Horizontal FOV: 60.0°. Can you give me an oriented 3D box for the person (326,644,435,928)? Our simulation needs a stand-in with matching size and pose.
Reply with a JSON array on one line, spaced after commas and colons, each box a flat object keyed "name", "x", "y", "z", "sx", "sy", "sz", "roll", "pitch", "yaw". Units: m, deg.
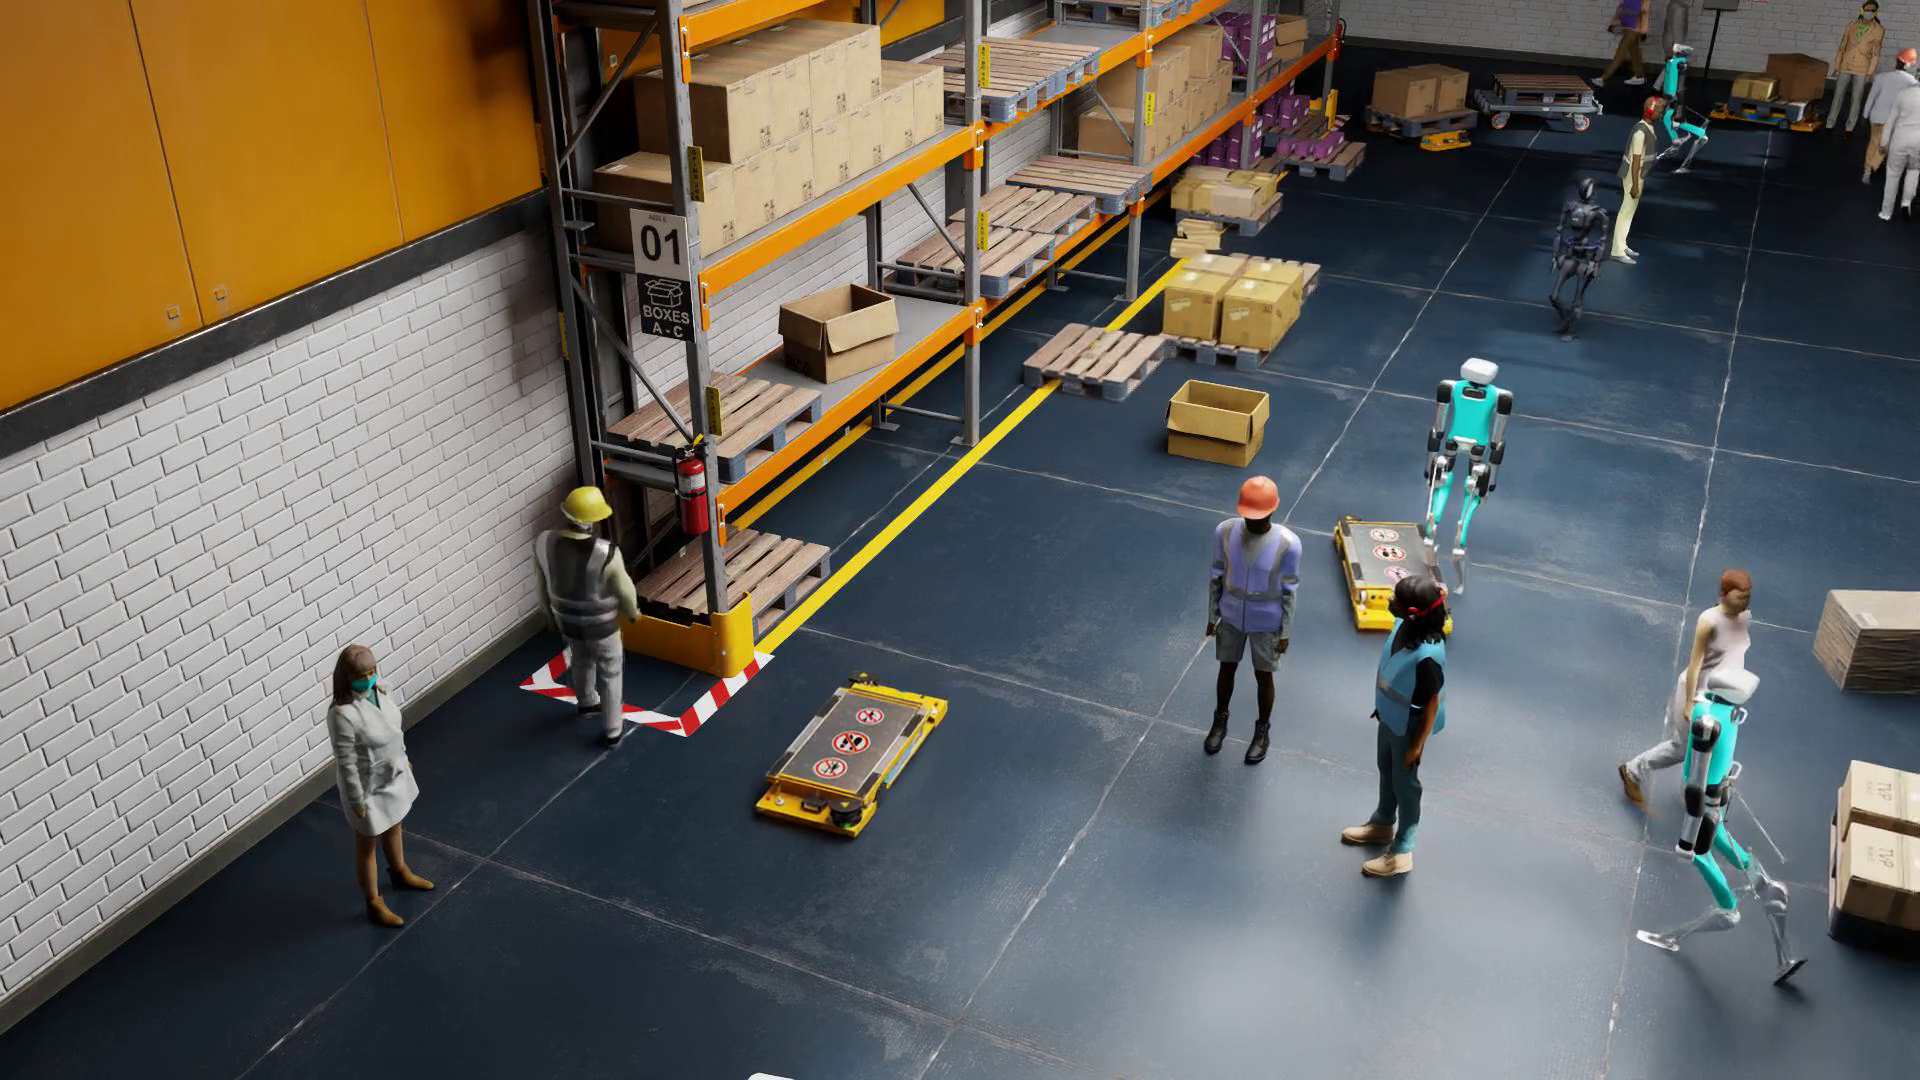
[{"name": "person", "x": -3.102, "y": 1.286, "z": 8.873, "sx": 0.343, "sy": 1.661, "sz": 0.486, "roll": 9, "pitch": 30, "yaw": 16}]

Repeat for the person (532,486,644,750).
[{"name": "person", "x": -2.272, "y": 0.461, "z": 10.258, "sx": 0.601, "sy": 1.800, "sz": 0.500, "roll": 11, "pitch": 30, "yaw": 19}]

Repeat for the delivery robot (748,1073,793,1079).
[{"name": "delivery robot", "x": -0.897, "y": 2.762, "z": 7.322, "sx": 0.499, "sy": 0.610, "sz": 0.788, "roll": 7, "pitch": 29, "yaw": 12}]

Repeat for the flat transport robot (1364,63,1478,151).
[{"name": "flat transport robot", "x": 6.438, "y": -5.739, "z": 23.369, "sx": 0.659, "sy": 0.231, "sz": 1.431, "roll": -15, "pitch": 32, "yaw": -25}]

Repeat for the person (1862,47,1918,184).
[{"name": "person", "x": 11.797, "y": -5.395, "z": 21.199, "sx": 0.731, "sy": 1.721, "sz": 0.576, "roll": -24, "pitch": 37, "yaw": -37}]

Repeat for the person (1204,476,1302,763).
[{"name": "person", "x": 1.753, "y": 0.479, "z": 10.097, "sx": 0.543, "sy": 1.929, "sz": 0.383, "roll": 14, "pitch": 31, "yaw": 24}]

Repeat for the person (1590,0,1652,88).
[{"name": "person", "x": 10.369, "y": -7.984, "z": 25.848, "sx": 1.022, "sy": 1.864, "sz": 0.655, "roll": -6, "pitch": 29, "yaw": -12}]

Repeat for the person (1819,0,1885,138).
[{"name": "person", "x": 12.522, "y": -6.596, "z": 23.268, "sx": 0.563, "sy": 1.877, "sz": 0.408, "roll": 24, "pitch": 36, "yaw": 37}]

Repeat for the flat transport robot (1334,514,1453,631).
[{"name": "flat transport robot", "x": 3.186, "y": 0.229, "z": 12.303, "sx": 0.659, "sy": 0.231, "sz": 1.431, "roll": 2, "pitch": 28, "yaw": 4}]

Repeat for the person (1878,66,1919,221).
[{"name": "person", "x": 11.304, "y": -4.740, "z": 19.804, "sx": 0.661, "sy": 1.890, "sz": 0.443, "roll": 9, "pitch": 30, "yaw": 16}]

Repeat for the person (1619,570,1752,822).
[{"name": "person", "x": 4.315, "y": 0.876, "z": 9.663, "sx": 0.483, "sy": 1.641, "sz": 0.544, "roll": -14, "pitch": 31, "yaw": -24}]

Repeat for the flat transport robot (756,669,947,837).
[{"name": "flat transport robot", "x": -0.646, "y": 1.300, "z": 10.319, "sx": 0.659, "sy": 0.231, "sz": 1.431, "roll": 11, "pitch": 30, "yaw": 19}]

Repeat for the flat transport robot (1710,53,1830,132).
[{"name": "flat transport robot", "x": 11.774, "y": -6.191, "z": 24.209, "sx": 1.431, "sy": 0.231, "sz": 0.659, "roll": 22, "pitch": 35, "yaw": 35}]

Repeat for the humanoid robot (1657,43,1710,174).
[{"name": "humanoid robot", "x": 9.252, "y": -5.481, "z": 21.326, "sx": 0.985, "sy": 1.738, "sz": 0.544, "roll": 0, "pitch": 28, "yaw": 0}]

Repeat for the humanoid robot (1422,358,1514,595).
[{"name": "humanoid robot", "x": 3.529, "y": -0.356, "z": 11.855, "sx": 0.530, "sy": 1.801, "sz": 0.710, "roll": 13, "pitch": 31, "yaw": 23}]

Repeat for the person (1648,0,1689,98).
[{"name": "person", "x": 10.753, "y": -7.469, "z": 24.942, "sx": 0.539, "sy": 1.772, "sz": 0.567, "roll": 2, "pitch": 28, "yaw": 4}]

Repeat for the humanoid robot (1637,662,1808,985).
[{"name": "humanoid robot", "x": 4.049, "y": 1.510, "z": 8.399, "sx": 0.934, "sy": 1.770, "sz": 0.539, "roll": 18, "pitch": 33, "yaw": 30}]

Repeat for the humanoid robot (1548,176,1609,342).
[{"name": "humanoid robot", "x": 6.101, "y": -2.764, "z": 16.369, "sx": 0.363, "sy": 1.652, "sz": 0.584, "roll": -22, "pitch": 35, "yaw": -34}]

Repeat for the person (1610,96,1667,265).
[{"name": "person", "x": 7.525, "y": -4.020, "z": 18.527, "sx": 0.391, "sy": 1.839, "sz": 0.564, "roll": 13, "pitch": 31, "yaw": 23}]

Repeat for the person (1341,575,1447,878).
[{"name": "person", "x": 2.443, "y": 1.019, "z": 9.157, "sx": 0.388, "sy": 1.865, "sz": 0.522, "roll": -3, "pitch": 29, "yaw": -6}]
